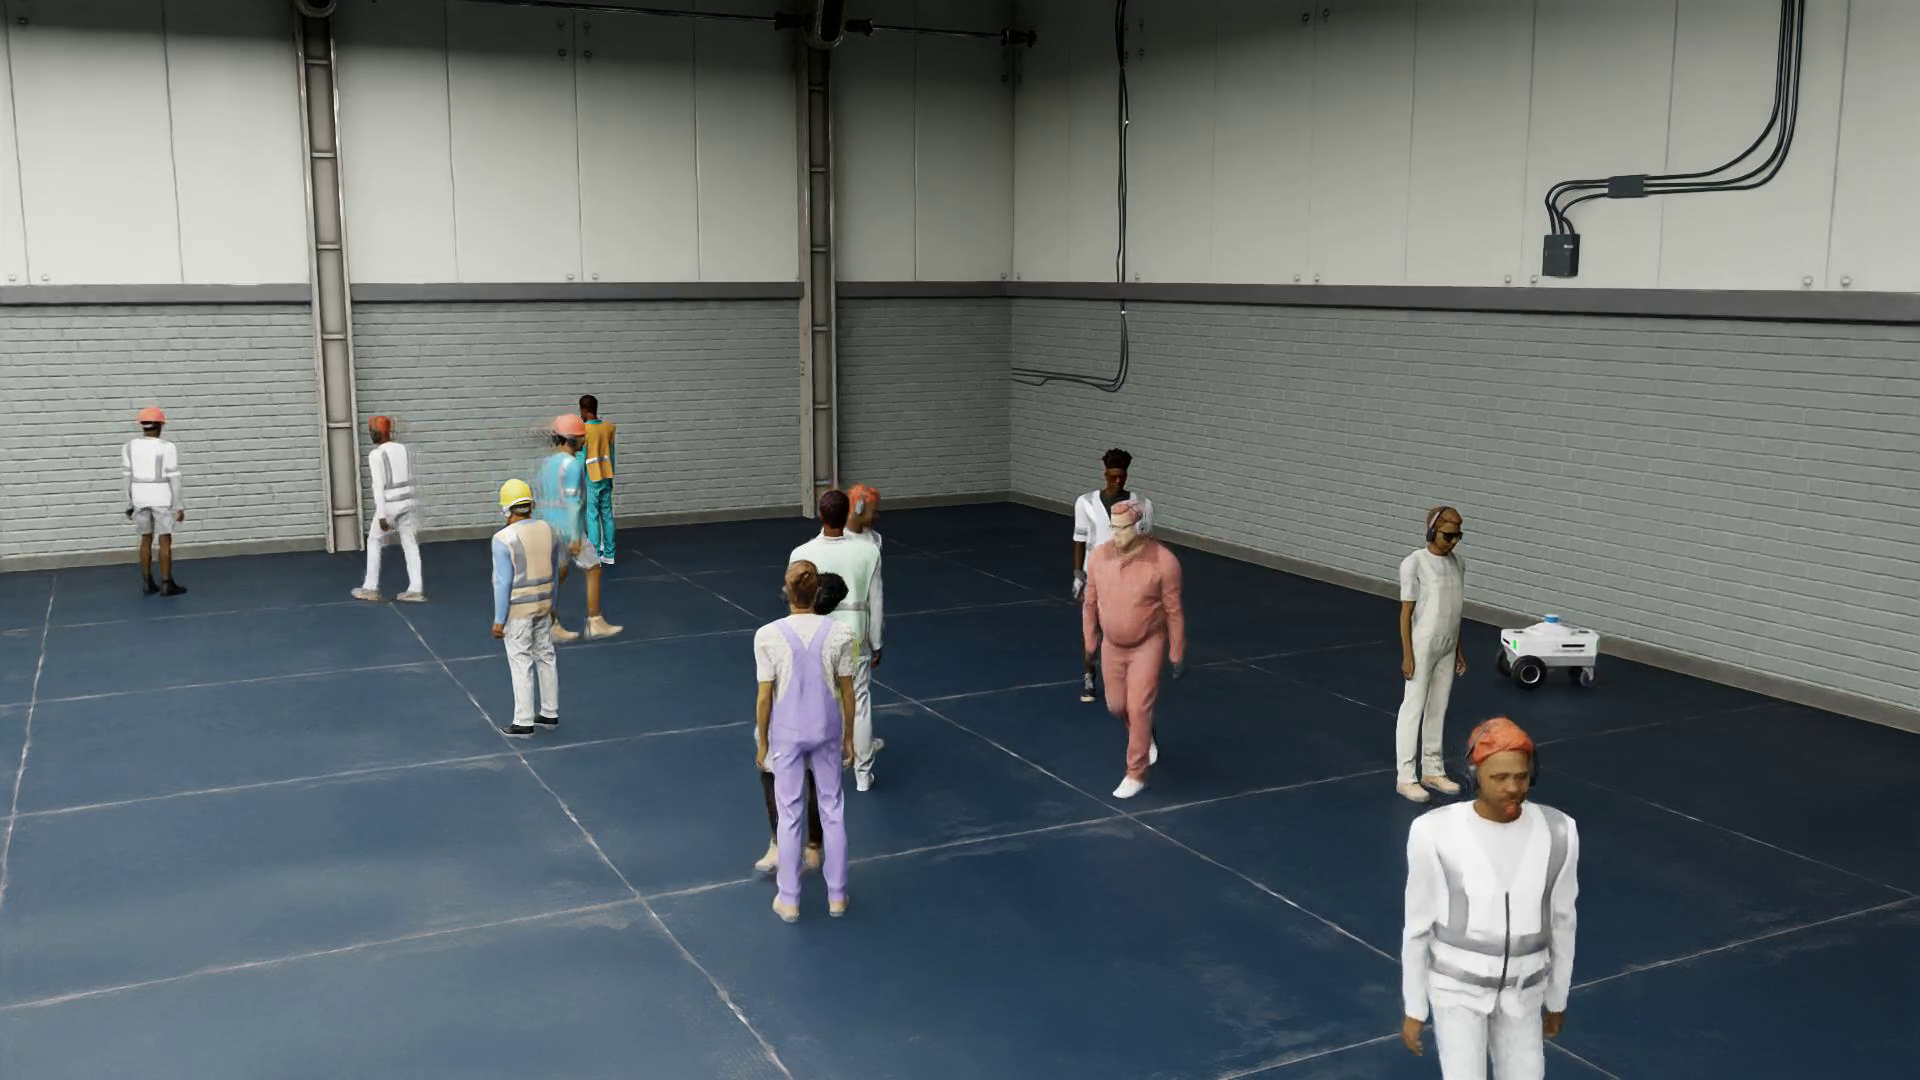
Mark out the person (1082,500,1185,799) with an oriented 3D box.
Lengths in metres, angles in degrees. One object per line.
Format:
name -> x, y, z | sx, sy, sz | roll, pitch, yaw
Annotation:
person -> 1.128, 0.647, 10.571 | 0.694, 1.872, 0.740 | 6, 11, 33

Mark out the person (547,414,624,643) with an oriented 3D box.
person -> -3.344, -0.101, 14.701 | 0.859, 2.015, 0.631 | -6, 11, -33

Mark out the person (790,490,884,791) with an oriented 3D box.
person -> -0.768, 0.644, 10.433 | 0.587, 1.920, 0.392 | -2, 9, -11

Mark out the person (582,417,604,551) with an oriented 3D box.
person -> -4.264, -0.652, 19.287 | 0.279, 1.636, 0.505 | 2, 9, 14

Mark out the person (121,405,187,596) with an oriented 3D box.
person -> -8.138, -0.397, 16.820 | 0.557, 1.930, 0.392 | 1, 9, 3

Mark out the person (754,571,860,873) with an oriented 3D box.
person -> -0.822, 1.002, 9.063 | 0.612, 1.662, 0.363 | -5, 10, -27

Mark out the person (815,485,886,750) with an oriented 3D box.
person -> -0.803, 0.566, 11.150 | 0.341, 1.862, 0.719 | 9, 13, 44

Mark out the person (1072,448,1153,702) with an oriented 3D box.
person -> 1.161, 0.269, 12.641 | 0.611, 1.958, 0.379 | 1, 9, 5

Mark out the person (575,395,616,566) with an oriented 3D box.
person -> -4.045, -0.653, 18.436 | 0.392, 1.916, 0.585 | 6, 11, 31

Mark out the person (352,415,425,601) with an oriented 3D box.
person -> -5.724, -0.310, 16.510 | 0.871, 1.848, 0.583 | 4, 10, 23

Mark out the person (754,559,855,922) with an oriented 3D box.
person -> -0.782, 1.010, 8.406 | 0.505, 1.845, 0.345 | -2, 9, -12

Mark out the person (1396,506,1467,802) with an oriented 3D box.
person -> 2.949, 0.696, 10.358 | 0.505, 1.840, 0.346 | -6, 11, -31

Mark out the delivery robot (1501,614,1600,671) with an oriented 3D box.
delivery robot -> 4.680, 0.831, 13.180 | 0.707, 0.478, 0.477 | 0, 9, 0

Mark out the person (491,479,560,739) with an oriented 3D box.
person -> -3.074, 0.480, 11.721 | 0.403, 1.828, 0.594 | 5, 11, 30

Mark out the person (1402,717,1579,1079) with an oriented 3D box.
person -> 1.723, 1.472, 5.510 | 0.583, 1.864, 0.666 | 0, 9, -3
